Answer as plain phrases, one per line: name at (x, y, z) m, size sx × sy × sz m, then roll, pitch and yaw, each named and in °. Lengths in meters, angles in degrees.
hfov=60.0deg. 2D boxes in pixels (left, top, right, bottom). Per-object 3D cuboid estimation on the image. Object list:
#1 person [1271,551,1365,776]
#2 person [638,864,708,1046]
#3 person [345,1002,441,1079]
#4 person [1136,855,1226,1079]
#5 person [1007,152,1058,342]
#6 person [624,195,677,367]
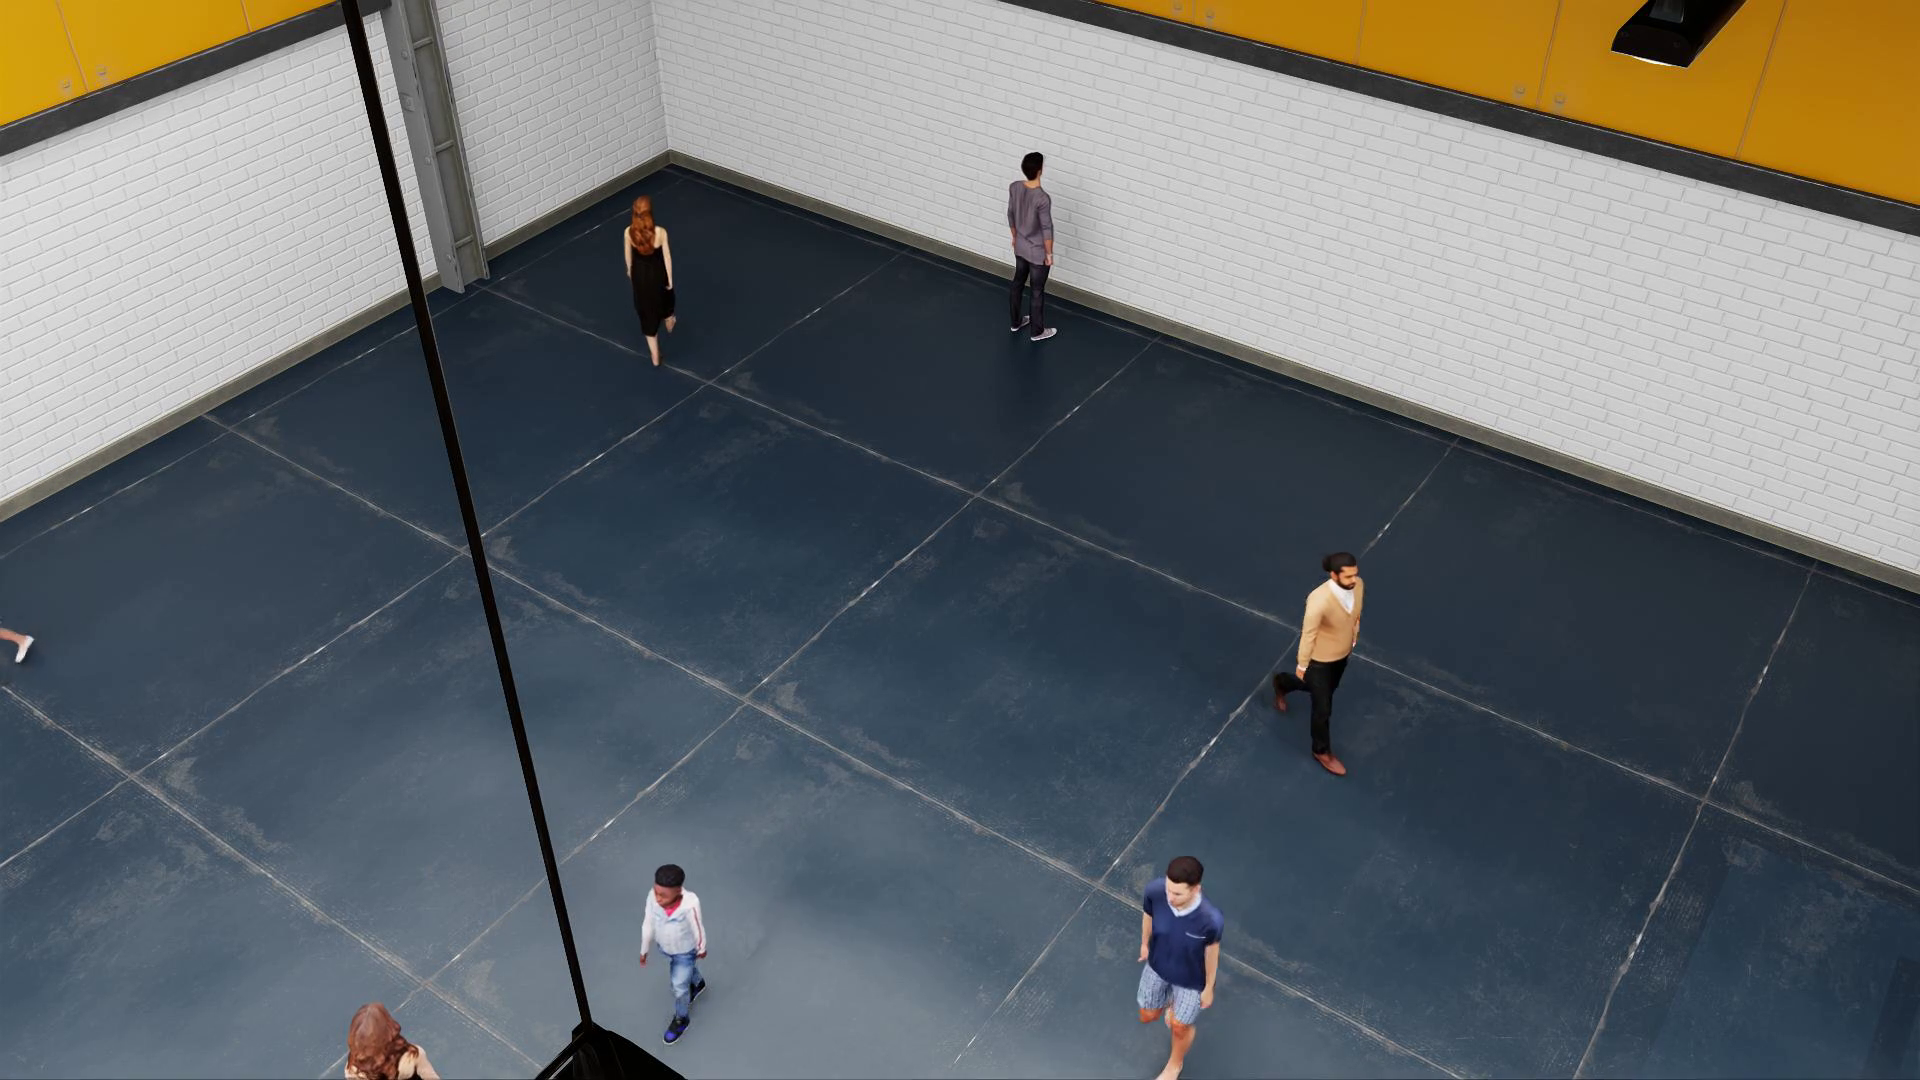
person at (2.412, 0.732, 11.206) m, size 1.104 × 1.731 × 0.927 m, roll -26°, pitch 45°, yaw -28°
person at (-1.601, 2.281, 9.660) m, size 0.505 × 1.240 × 0.705 m, roll 20°, pitch 43°, yaw 24°
person at (-2.814, 2.941, 8.428) m, size 0.624 × 1.746 × 0.720 m, roll -13°, pitch 40°, yaw -16°
person at (1.245, 2.291, 9.180) m, size 0.660 × 1.824 × 0.835 m, roll 20°, pitch 43°, yaw 23°
person at (0.661, -2.738, 15.452) m, size 0.611 × 1.856 × 0.716 m, roll -31°, pitch 48°, yaw -32°
person at (-2.830, -2.322, 15.147) m, size 0.990 × 1.586 × 1.087 m, roll -4°, pitch 39°, yaw -5°
